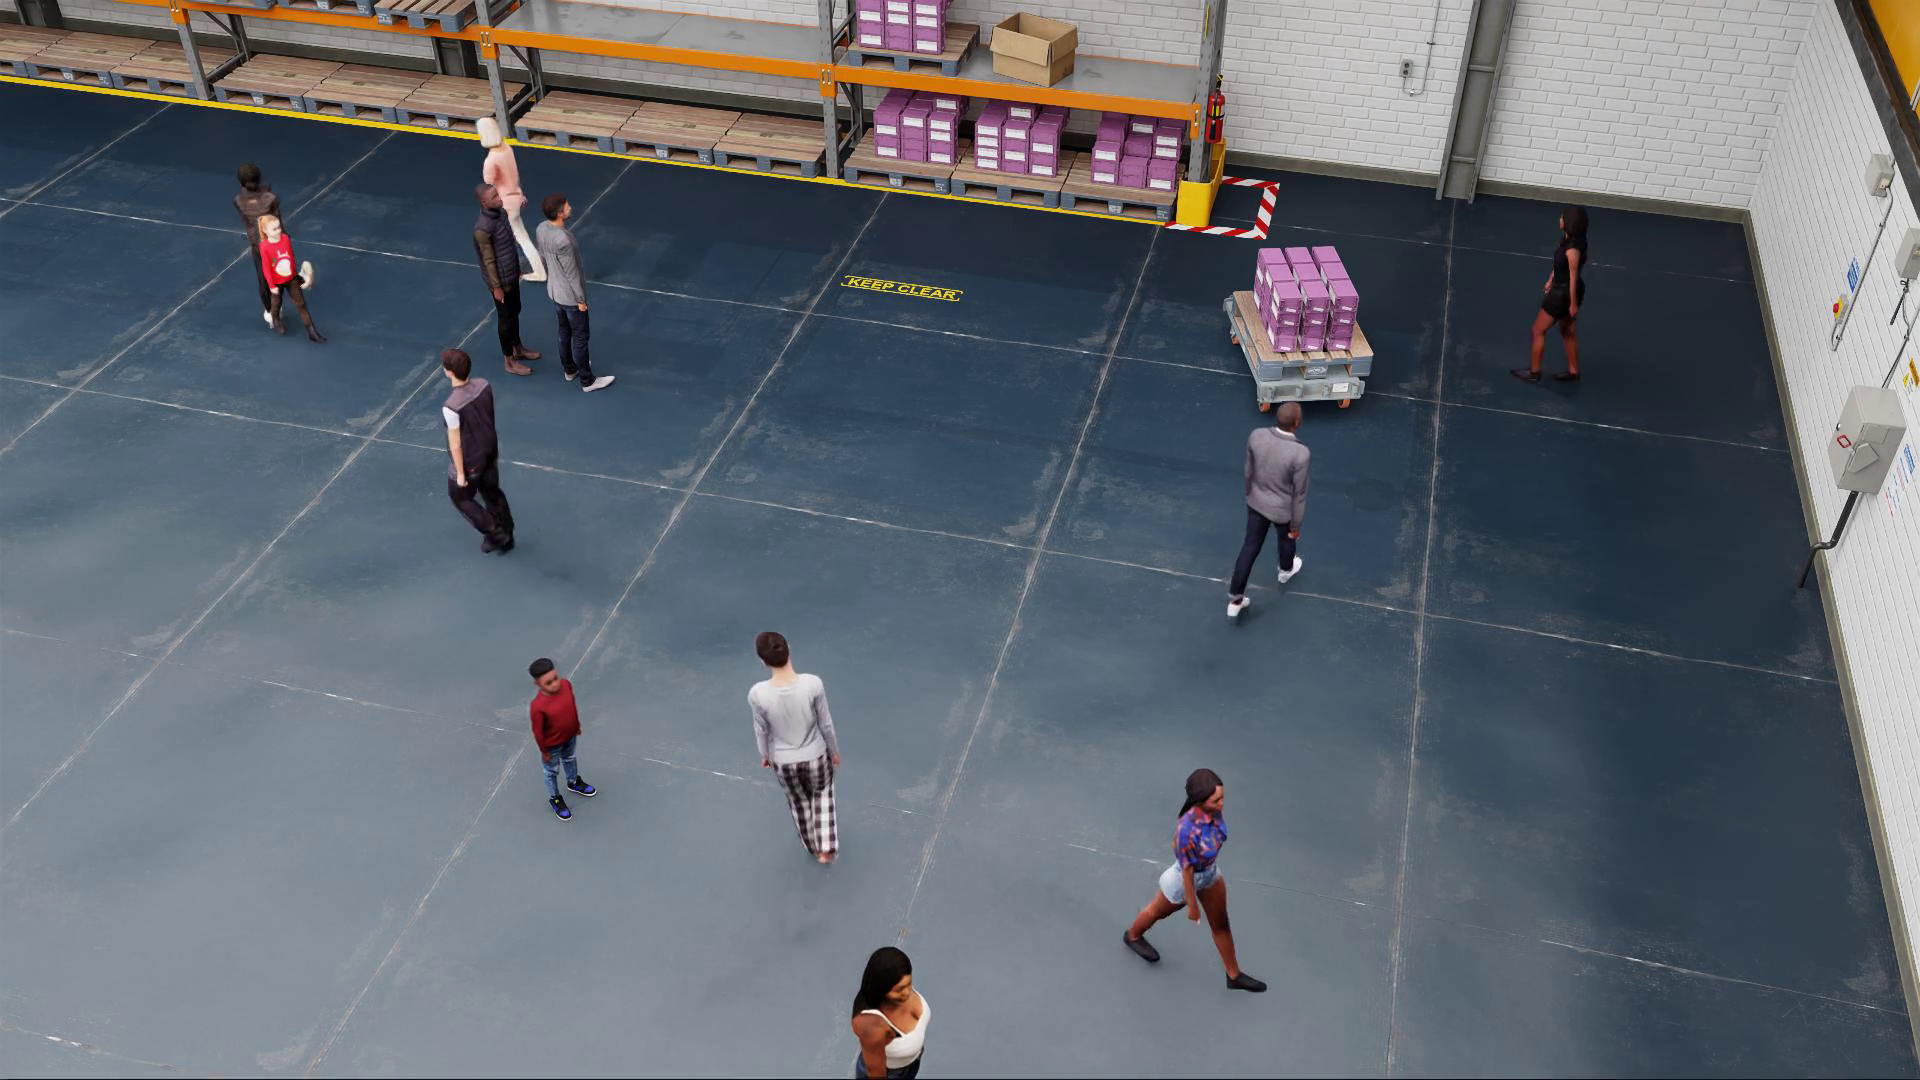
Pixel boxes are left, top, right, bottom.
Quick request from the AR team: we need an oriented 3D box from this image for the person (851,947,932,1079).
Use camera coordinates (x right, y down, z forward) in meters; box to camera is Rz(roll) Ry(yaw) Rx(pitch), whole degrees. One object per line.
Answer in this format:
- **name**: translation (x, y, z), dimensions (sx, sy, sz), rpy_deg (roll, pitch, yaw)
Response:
- **person**: translation (-0.385, 2.710, 8.589), dimensions (0.587, 1.808, 0.626), rpy_deg (10, 40, 13)

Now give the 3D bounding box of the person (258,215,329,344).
- **person**: translation (-6.351, -2.440, 15.488), dimensions (1.005, 1.245, 0.728), rpy_deg (25, 45, 28)

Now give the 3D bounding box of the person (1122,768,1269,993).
- **person**: translation (1.258, 1.939, 9.649), dimensions (1.229, 1.689, 0.893), rpy_deg (24, 45, 27)

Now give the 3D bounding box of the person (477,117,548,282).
- **person**: translation (-4.302, -3.267, 16.164), dimensions (0.995, 1.693, 0.697), rpy_deg (3, 39, 4)

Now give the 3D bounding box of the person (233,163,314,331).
- **person**: translation (-6.487, -2.844, 15.670), dimensions (0.977, 1.650, 0.837), rpy_deg (21, 43, 24)

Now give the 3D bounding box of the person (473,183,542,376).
- **person**: translation (-4.100, -2.358, 14.912), dimensions (0.624, 1.836, 0.726), rpy_deg (4, 39, 5)

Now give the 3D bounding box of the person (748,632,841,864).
- **person**: translation (-0.992, 1.372, 10.256), dimensions (0.819, 1.818, 0.887), rpy_deg (-1, 39, -2)

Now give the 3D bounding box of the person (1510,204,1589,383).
- **person**: translation (5.424, -2.111, 14.710), dimensions (0.848, 1.703, 0.611), rpy_deg (7, 39, 8)

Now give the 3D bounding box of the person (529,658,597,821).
- **person**: translation (-2.630, 1.256, 10.852), dimensions (0.562, 1.255, 0.559), rpy_deg (22, 43, 25)

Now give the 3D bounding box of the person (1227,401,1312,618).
- **person**: translation (2.243, -0.190, 12.250), dimensions (1.212, 1.770, 1.112), rpy_deg (28, 46, 31)

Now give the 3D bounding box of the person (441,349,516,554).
- **person**: translation (-3.638, -0.630, 12.748), dimensions (0.716, 1.836, 0.735), rpy_deg (17, 42, 20)

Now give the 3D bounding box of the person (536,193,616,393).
- **person**: translation (-3.454, -2.190, 14.671), dimensions (0.841, 1.874, 0.736), rpy_deg (-30, 47, -32)
